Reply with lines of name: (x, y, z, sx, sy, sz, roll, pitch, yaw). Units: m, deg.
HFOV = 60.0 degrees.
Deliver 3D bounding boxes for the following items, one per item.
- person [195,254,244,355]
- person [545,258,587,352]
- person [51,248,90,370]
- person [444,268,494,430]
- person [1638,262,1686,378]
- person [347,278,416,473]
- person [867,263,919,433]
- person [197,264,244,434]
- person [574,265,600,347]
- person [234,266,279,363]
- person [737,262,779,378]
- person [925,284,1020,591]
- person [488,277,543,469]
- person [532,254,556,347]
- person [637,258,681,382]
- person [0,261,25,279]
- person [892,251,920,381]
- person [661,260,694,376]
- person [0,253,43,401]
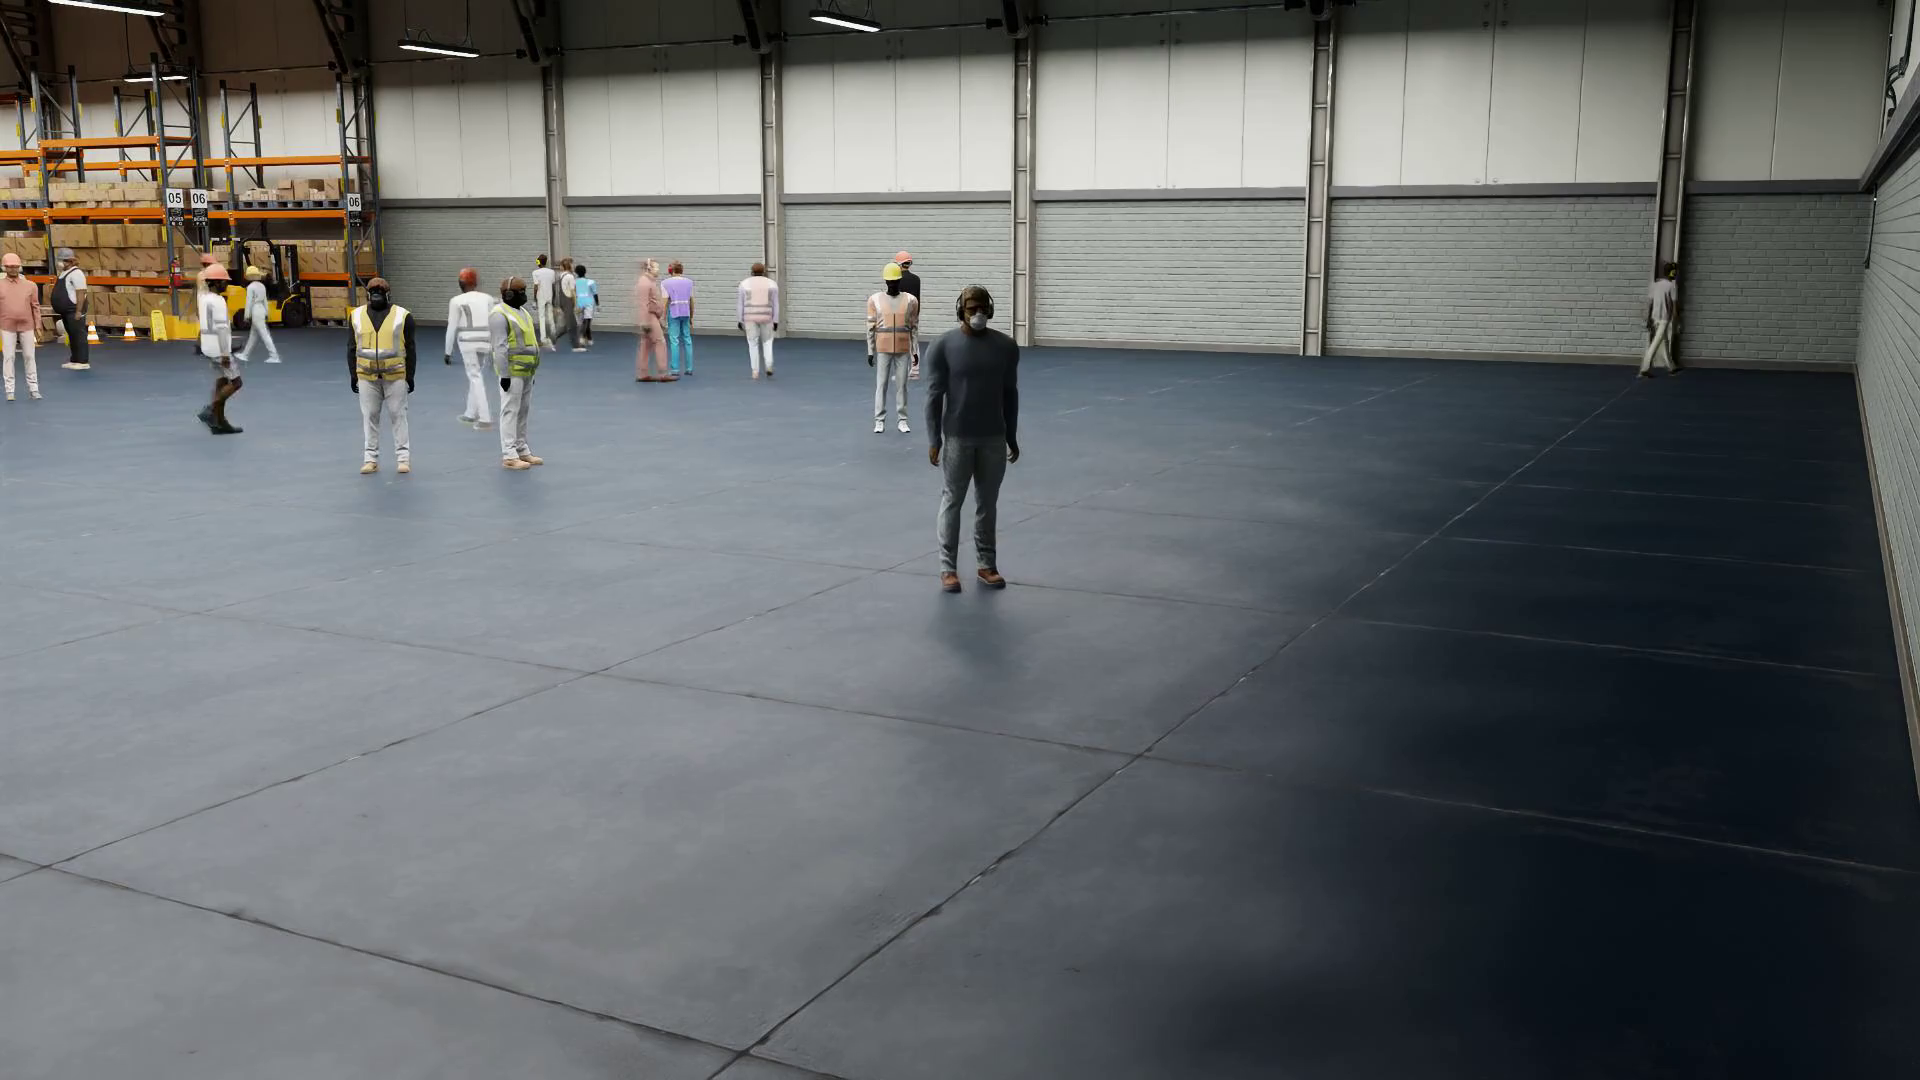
person: (-13.934, -4.396, 31.117, 0.960, 1.888, 0.573, -1, 10, -6)
person: (-7.538, -4.457, 31.667, 0.791, 1.820, 0.522, -6, 12, -31)
person: (-14.949, -3.881, 27.908, 0.696, 2.000, 0.535, 10, 14, 43)
person: (-5.720, -2.204, 19.259, 0.852, 1.853, 0.612, 8, 13, 35)
person: (11.148, -3.462, 26.251, 1.003, 1.813, 0.545, -3, 11, -16)
person: (-5.459, -1.547, 15.719, 0.626, 1.846, 0.429, -2, 11, -9)
person: (-0.757, -2.174, 18.908, 0.593, 1.925, 0.384, -2, 11, -9)
person: (-8.334, -2.133, 18.692, 0.447, 1.921, 0.575, -9, 14, -41)
person: (-7.568, -4.698, 33.446, 0.529, 1.650, 0.868, 1, 10, 5)
person: (-12.460, -3.975, 29.339, 0.889, 1.687, 0.505, 1, 10, 5)
person: (-3.185, -3.461, 26.217, 0.645, 1.827, 0.462, -3, 11, -14)
person: (0.083, -0.646, 10.548, 0.635, 1.937, 0.352, -4, 11, -20)
person: (-4.281, -1.612, 16.079, 0.429, 1.841, 0.634, 2, 11, 9)
person: (-8.389, -4.830, 33.547, 0.511, 1.872, 0.328, -10, 14, -44)
person: (-4.589, -3.344, 25.393, 0.785, 1.881, 0.673, -1, 10, -5)
person: (-18.130, -4.489, 31.789, 0.600, 1.830, 0.404, -7, 13, -34)
person: (-0.859, -3.459, 25.730, 0.397, 1.992, 0.621, 8, 13, 38)
person: (-4.507, -3.544, 26.599, 0.564, 1.846, 0.394, -8, 13, -37)
person: (-12.874, -2.905, 22.702, 0.611, 1.997, 0.375, -8, 13, -37)
